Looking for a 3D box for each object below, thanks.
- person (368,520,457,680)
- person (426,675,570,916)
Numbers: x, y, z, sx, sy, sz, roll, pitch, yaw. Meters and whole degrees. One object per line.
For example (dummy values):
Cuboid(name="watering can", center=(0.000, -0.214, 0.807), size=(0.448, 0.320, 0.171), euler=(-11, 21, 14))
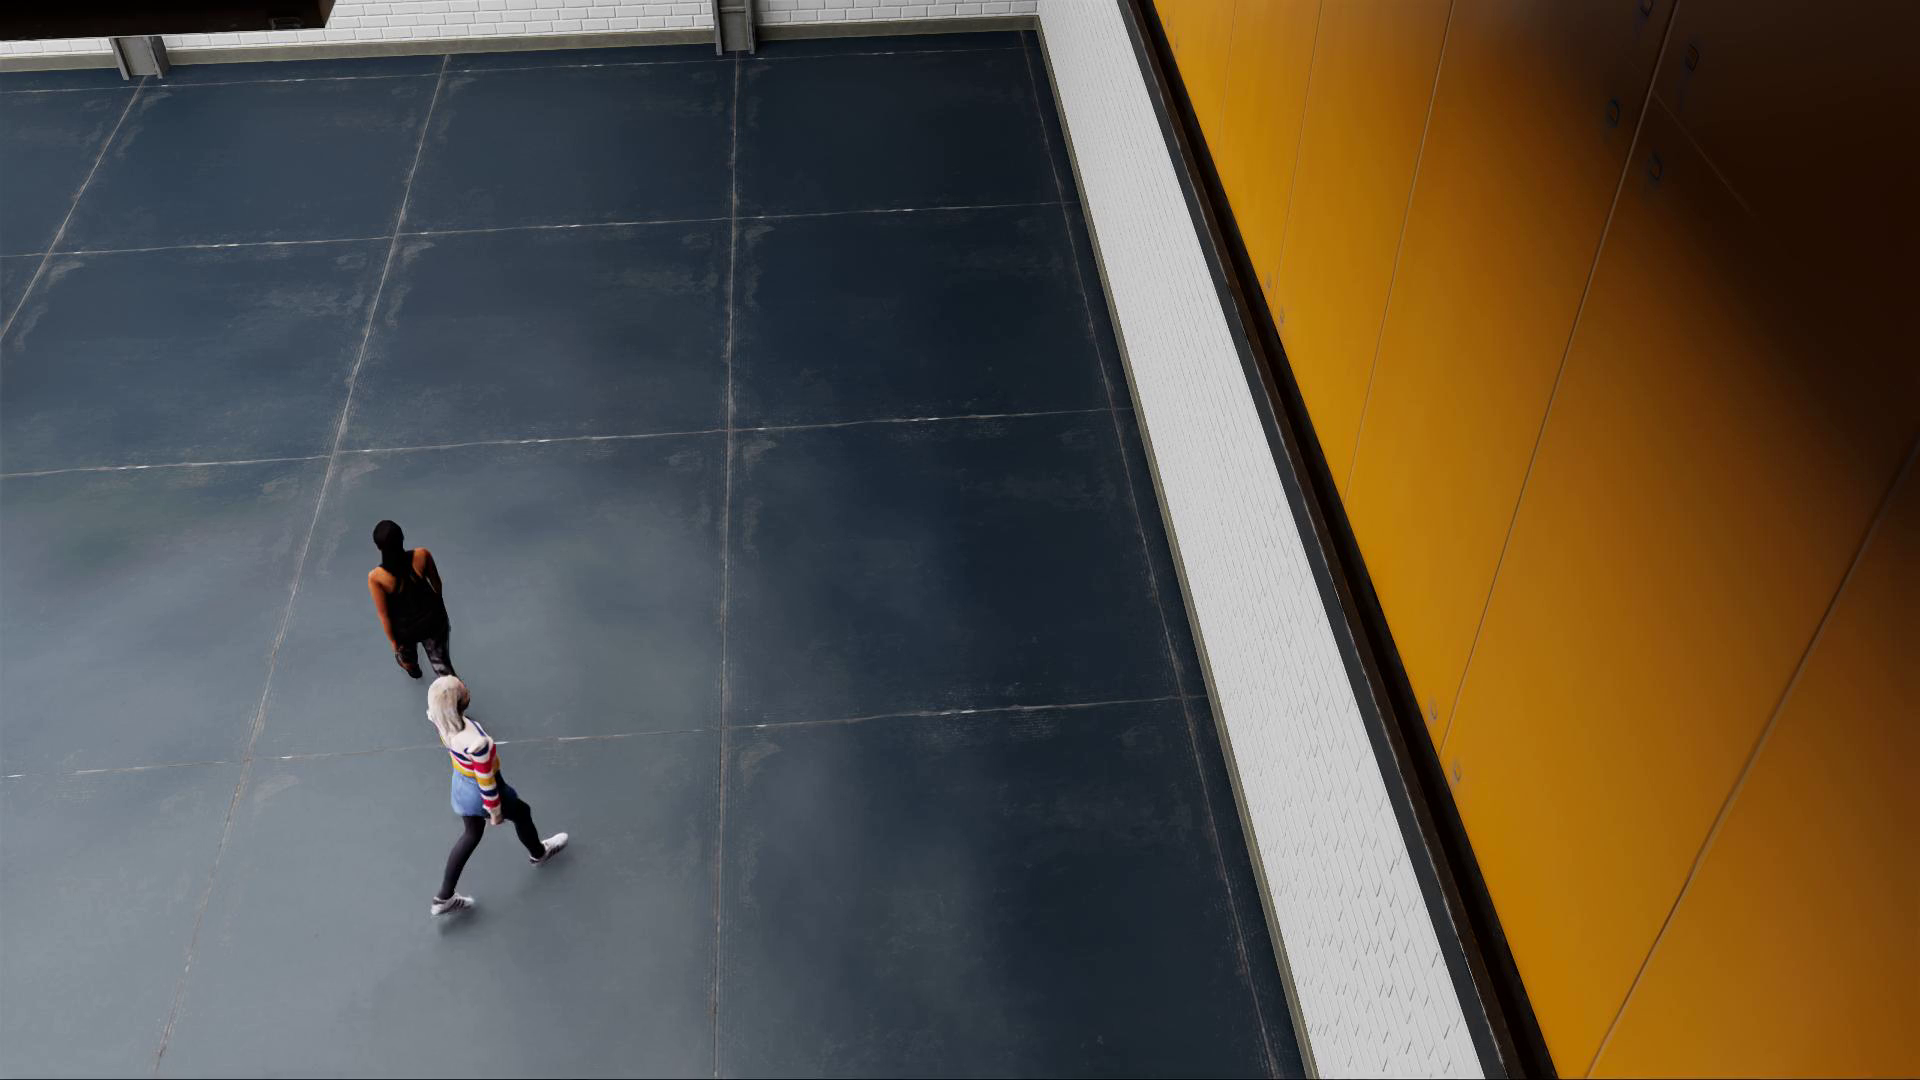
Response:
Cuboid(name="person", center=(-3.292, 0.556, 10.222), size=(1.092, 1.624, 1.028), euler=(-28, 50, -26))
Cuboid(name="person", center=(-2.733, 1.426, 9.199), size=(1.112, 1.776, 1.194), euler=(32, 52, 29))
